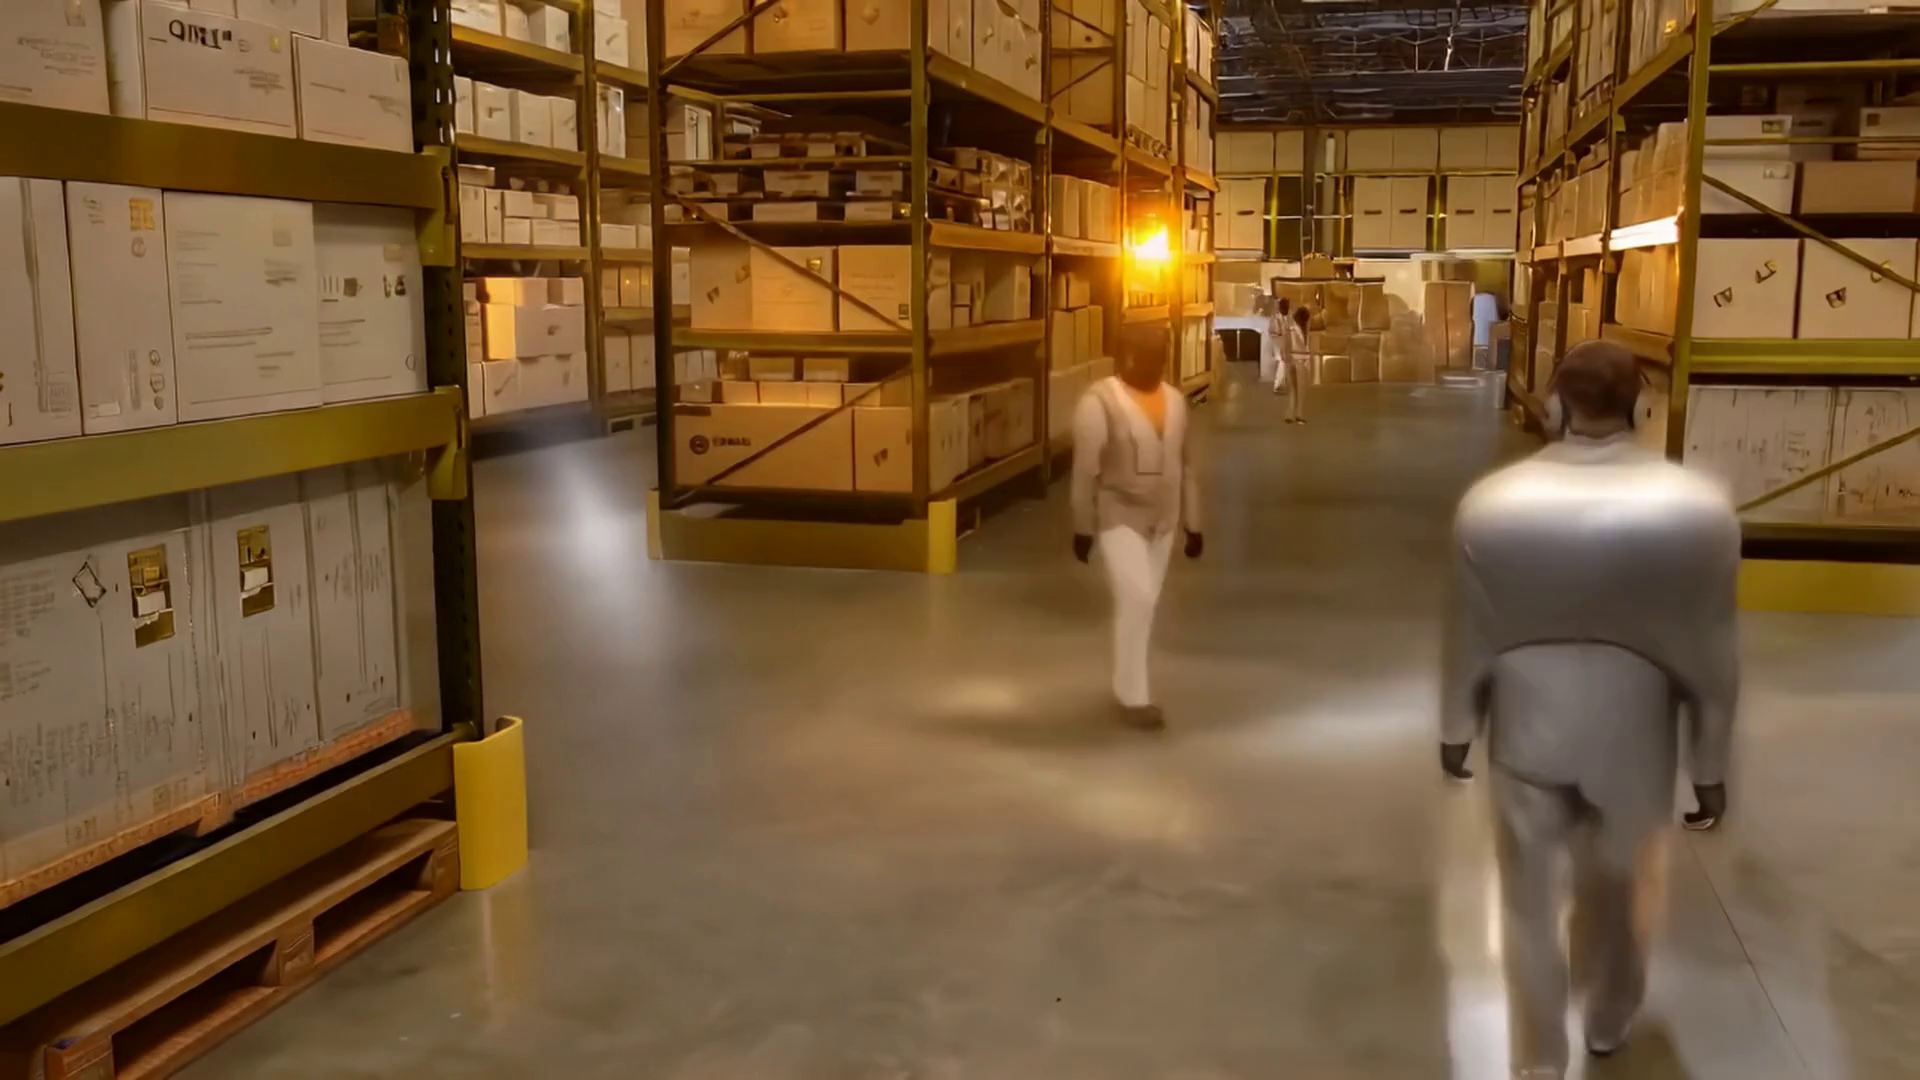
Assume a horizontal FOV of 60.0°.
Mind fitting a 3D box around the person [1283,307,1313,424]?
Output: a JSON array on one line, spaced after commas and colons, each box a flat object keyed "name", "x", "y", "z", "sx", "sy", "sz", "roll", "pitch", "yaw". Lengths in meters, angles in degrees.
[{"name": "person", "x": 4.697, "y": -2.427, "z": 23.147, "sx": 0.525, "sy": 1.628, "sz": 0.347, "roll": -6, "pitch": 11, "yaw": -35}]

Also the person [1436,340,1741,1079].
[{"name": "person", "x": 1.505, "y": 0.456, "z": 4.060, "sx": 0.665, "sy": 1.865, "sz": 0.963, "roll": 3, "pitch": 9, "yaw": 20}]

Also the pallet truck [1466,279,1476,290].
[{"name": "pallet truck", "x": 18.896, "y": -8.459, "z": 60.307, "sx": 1.885, "sy": 1.965, "sz": 0.823, "roll": 5, "pitch": 10, "yaw": 31}]

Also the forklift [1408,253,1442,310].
[{"name": "forklift", "x": 15.027, "y": -7.866, "z": 53.745, "sx": 1.129, "sy": 2.768, "sz": 1.873, "roll": -2, "pitch": 9, "yaw": -13}]

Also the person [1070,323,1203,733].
[{"name": "person", "x": 0.856, "y": -0.052, "z": 7.439, "sx": 0.653, "sy": 1.820, "sz": 0.622, "roll": -6, "pitch": 11, "yaw": -35}]

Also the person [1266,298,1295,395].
[{"name": "person", "x": 5.627, "y": -3.335, "z": 28.760, "sx": 0.549, "sy": 1.662, "sz": 0.787, "roll": -4, "pitch": 10, "yaw": -26}]

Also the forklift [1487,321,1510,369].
[{"name": "forklift", "x": 11.971, "y": -4.778, "z": 34.126, "sx": 1.129, "sy": 2.768, "sz": 1.873, "roll": -8, "pitch": 12, "yaw": -42}]

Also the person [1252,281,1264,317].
[{"name": "person", "x": 11.167, "y": -8.627, "z": 61.681, "sx": 0.856, "sy": 1.893, "sz": 0.619, "roll": 4, "pitch": 10, "yaw": 24}]
